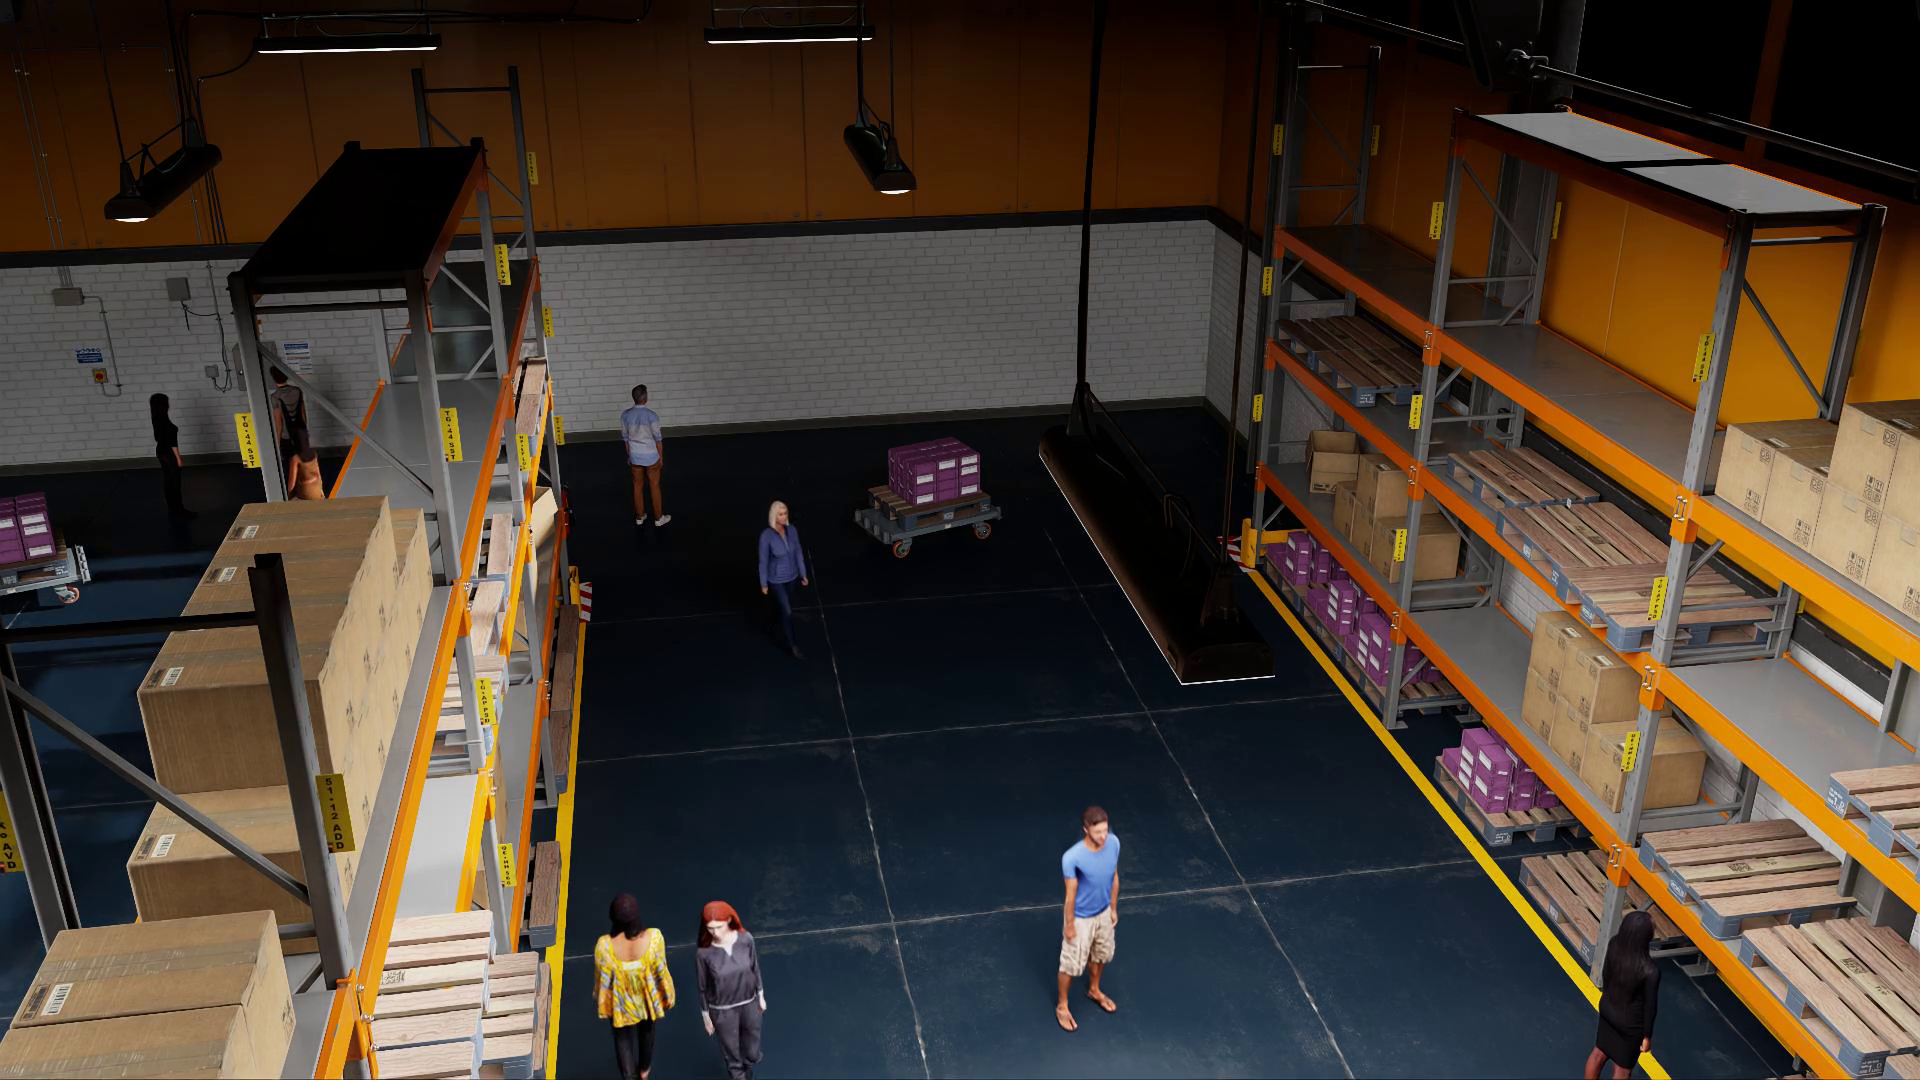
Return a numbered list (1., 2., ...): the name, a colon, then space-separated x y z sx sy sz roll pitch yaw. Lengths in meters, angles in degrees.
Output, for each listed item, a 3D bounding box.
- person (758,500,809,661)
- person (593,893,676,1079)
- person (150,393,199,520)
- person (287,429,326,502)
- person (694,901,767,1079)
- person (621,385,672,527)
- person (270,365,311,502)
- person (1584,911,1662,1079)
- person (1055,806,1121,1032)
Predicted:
1. person: -1.943 0.371 17.707 1.044 1.710 1.211 -21 31 -39
2. person: -2.225 3.178 11.374 0.764 1.638 0.937 -7 24 -15
3. person: -10.044 -1.072 21.093 0.638 1.641 0.711 17 29 34
4. person: -7.657 -0.486 19.754 0.858 1.640 1.045 4 24 9
5. person: -1.578 3.137 11.322 0.707 1.755 0.757 -11 26 -24
6. person: -3.952 -1.063 20.839 0.761 1.828 0.730 6 24 13
7. person: -8.609 -1.362 21.442 0.783 1.893 0.710 14 27 29
8. person: 4.461 3.216 11.185 0.702 1.720 0.478 -8 25 -17
9. person: 0.934 2.714 12.168 0.756 1.853 0.750 -15 28 -30
